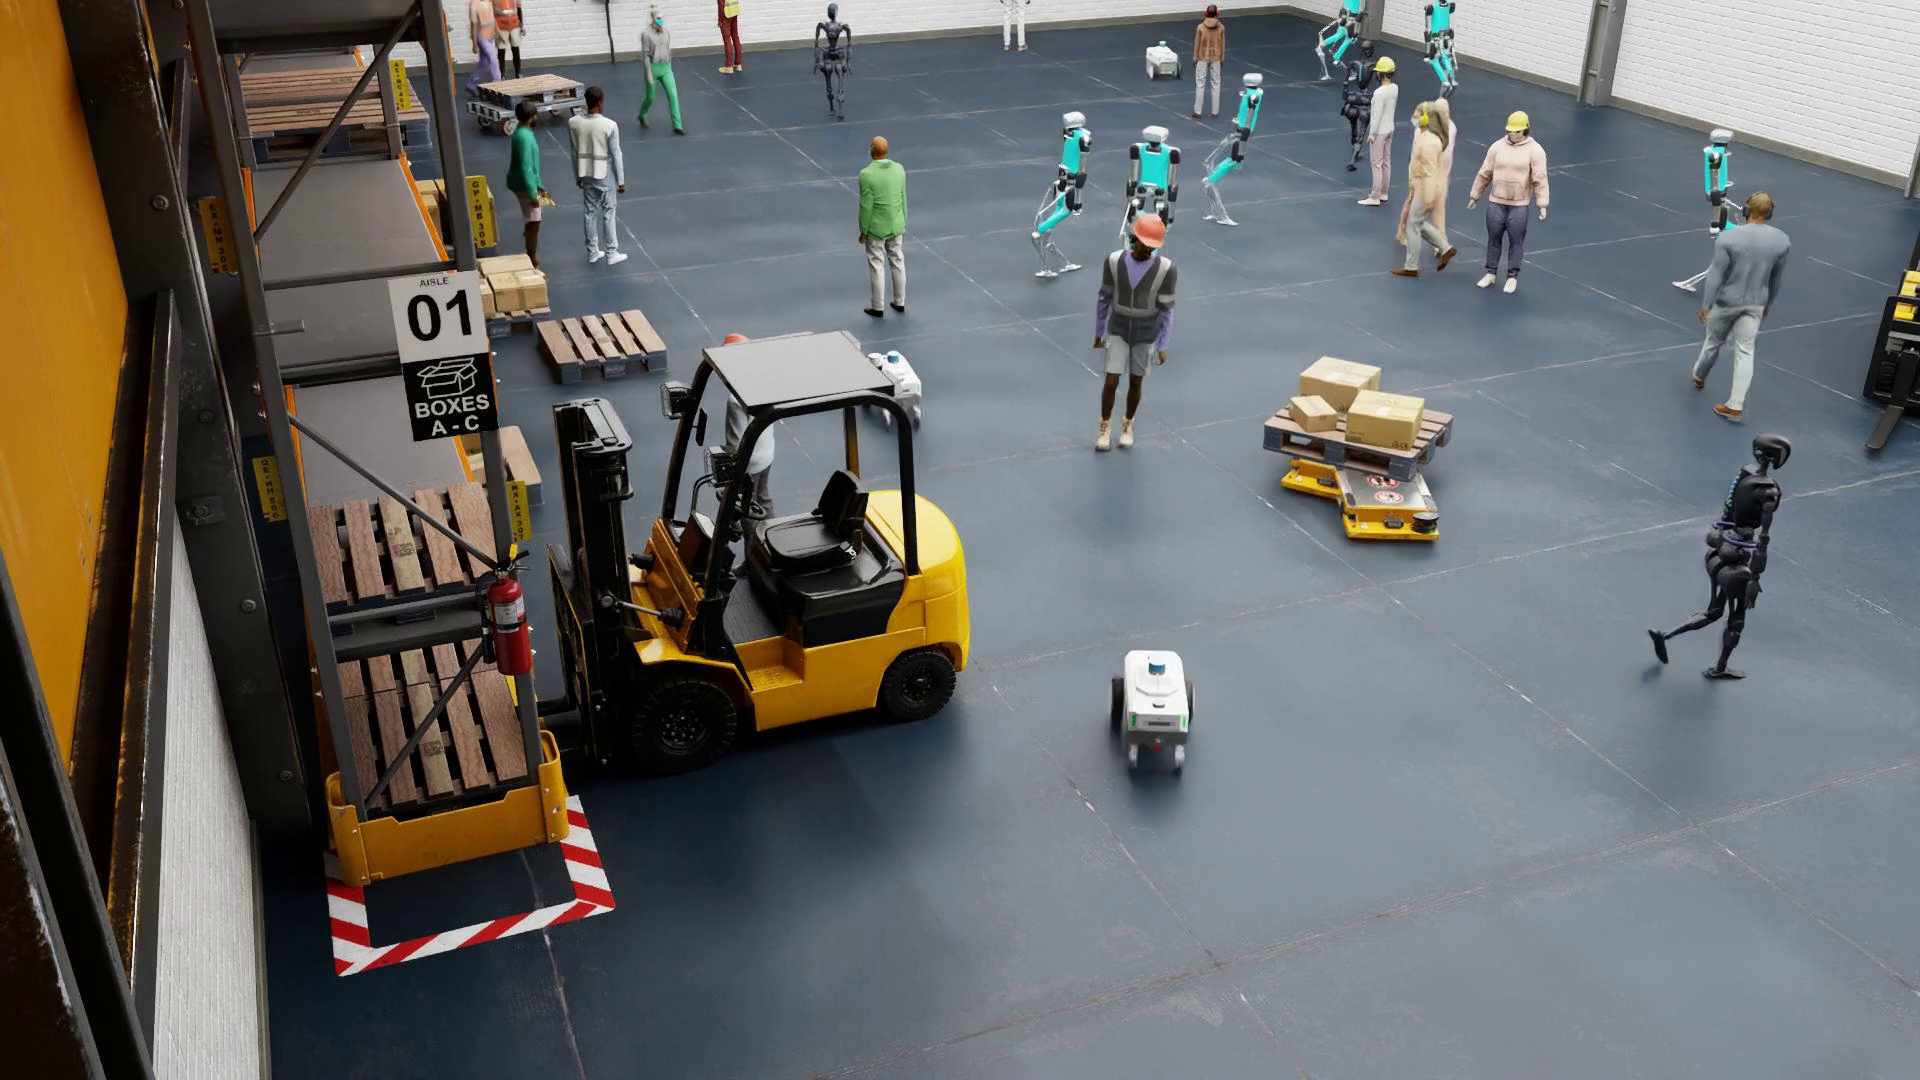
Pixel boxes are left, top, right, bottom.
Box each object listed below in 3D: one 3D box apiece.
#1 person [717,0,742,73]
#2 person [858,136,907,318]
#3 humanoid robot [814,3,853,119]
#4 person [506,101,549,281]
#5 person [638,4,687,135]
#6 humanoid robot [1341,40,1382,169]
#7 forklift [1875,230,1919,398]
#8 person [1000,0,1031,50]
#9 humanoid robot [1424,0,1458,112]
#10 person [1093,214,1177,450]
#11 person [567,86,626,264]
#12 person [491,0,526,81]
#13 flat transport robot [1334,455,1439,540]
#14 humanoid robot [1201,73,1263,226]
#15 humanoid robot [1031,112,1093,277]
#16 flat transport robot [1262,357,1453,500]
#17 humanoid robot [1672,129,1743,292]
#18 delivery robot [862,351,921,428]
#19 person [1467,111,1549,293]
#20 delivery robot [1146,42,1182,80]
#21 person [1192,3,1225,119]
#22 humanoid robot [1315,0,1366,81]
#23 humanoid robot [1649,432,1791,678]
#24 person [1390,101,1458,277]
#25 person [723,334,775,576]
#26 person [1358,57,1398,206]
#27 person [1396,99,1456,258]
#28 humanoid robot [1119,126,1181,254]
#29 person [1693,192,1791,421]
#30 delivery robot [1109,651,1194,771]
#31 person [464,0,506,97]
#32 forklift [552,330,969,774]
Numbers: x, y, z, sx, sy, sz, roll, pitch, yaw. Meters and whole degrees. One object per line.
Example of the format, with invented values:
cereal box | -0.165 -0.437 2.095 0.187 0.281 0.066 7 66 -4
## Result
person | -3.824 -8.642 27.508 0.378 1.769 0.470 17 31 30
person | -0.769 -3.090 16.450 0.537 1.783 0.387 -17 31 -30
humanoid robot | -1.866 -7.030 24.423 0.589 1.632 0.716 1 27 1
person | -4.585 -3.703 17.634 0.419 1.820 0.843 -10 28 -19
person | -4.316 -6.695 23.606 0.528 1.801 0.931 -20 33 -35
humanoid robot | 5.278 -5.727 21.862 0.585 1.624 0.783 17 31 30
forklift | 9.029 -2.397 14.618 1.214 2.155 2.313 18 32 32
person | 0.965 -9.589 29.266 0.574 1.882 0.356 6 27 12
humanoid robot | 7.214 -7.195 24.664 0.534 1.771 0.779 -13 29 -23
person | 1.395 -1.651 13.343 0.649 2.004 0.559 7 27 13
person | -3.909 -3.928 17.983 0.596 1.908 0.411 8 28 16
person | -7.175 -8.135 26.299 0.602 1.959 0.372 -20 33 -34
flat transport robot | 3.212 -0.387 12.756 0.659 0.231 1.431 2 27 3
humanoid robot | 3.068 -4.522 19.362 0.797 1.785 0.531 2 27 4
humanoid robot | 0.983 -3.566 17.462 0.817 1.780 0.536 -9 28 -18
flat transport robot | 3.167 -0.670 13.319 0.659 0.231 1.431 16 31 29
humanoid robot | 7.910 -3.257 16.870 1.030 1.730 0.537 12 29 23
delivery robot | -0.574 -1.327 14.326 0.499 0.609 0.813 -7 27 -13
person | 5.689 -3.511 17.212 0.816 1.854 0.434 17 31 30
delivery robot | 3.317 -7.879 27.334 0.499 0.587 0.777 -5 27 -10
person | 3.654 -7.025 24.421 0.466 1.649 0.320 -2 27 -3
humanoid robot | 6.058 -8.107 26.482 1.030 1.729 0.541 -12 29 -22
humanoid robot | 4.694 0.103 10.221 0.539 1.632 0.616 1 27 2
person | 4.985 -3.683 17.544 0.602 1.857 0.578 8 28 16
person | -1.477 -0.587 11.514 0.351 1.742 0.572 8 28 15
person | 5.080 -4.948 20.162 0.326 1.767 0.530 20 33 34
person | 5.185 -4.010 18.330 0.559 1.723 0.963 -5 27 -9
humanoid robot | 1.856 -3.223 16.793 0.533 1.775 0.867 10 29 20
person | 6.655 -2.035 14.237 0.652 1.869 1.025 3 27 6
delivery robot | 1.143 0.952 9.760 0.499 0.580 0.776 1 27 2
person | -7.347 -7.701 25.598 0.882 1.798 0.566 3 27 6
forklift | -1.094 0.010 9.831 2.313 2.155 1.214 -10 28 -20
